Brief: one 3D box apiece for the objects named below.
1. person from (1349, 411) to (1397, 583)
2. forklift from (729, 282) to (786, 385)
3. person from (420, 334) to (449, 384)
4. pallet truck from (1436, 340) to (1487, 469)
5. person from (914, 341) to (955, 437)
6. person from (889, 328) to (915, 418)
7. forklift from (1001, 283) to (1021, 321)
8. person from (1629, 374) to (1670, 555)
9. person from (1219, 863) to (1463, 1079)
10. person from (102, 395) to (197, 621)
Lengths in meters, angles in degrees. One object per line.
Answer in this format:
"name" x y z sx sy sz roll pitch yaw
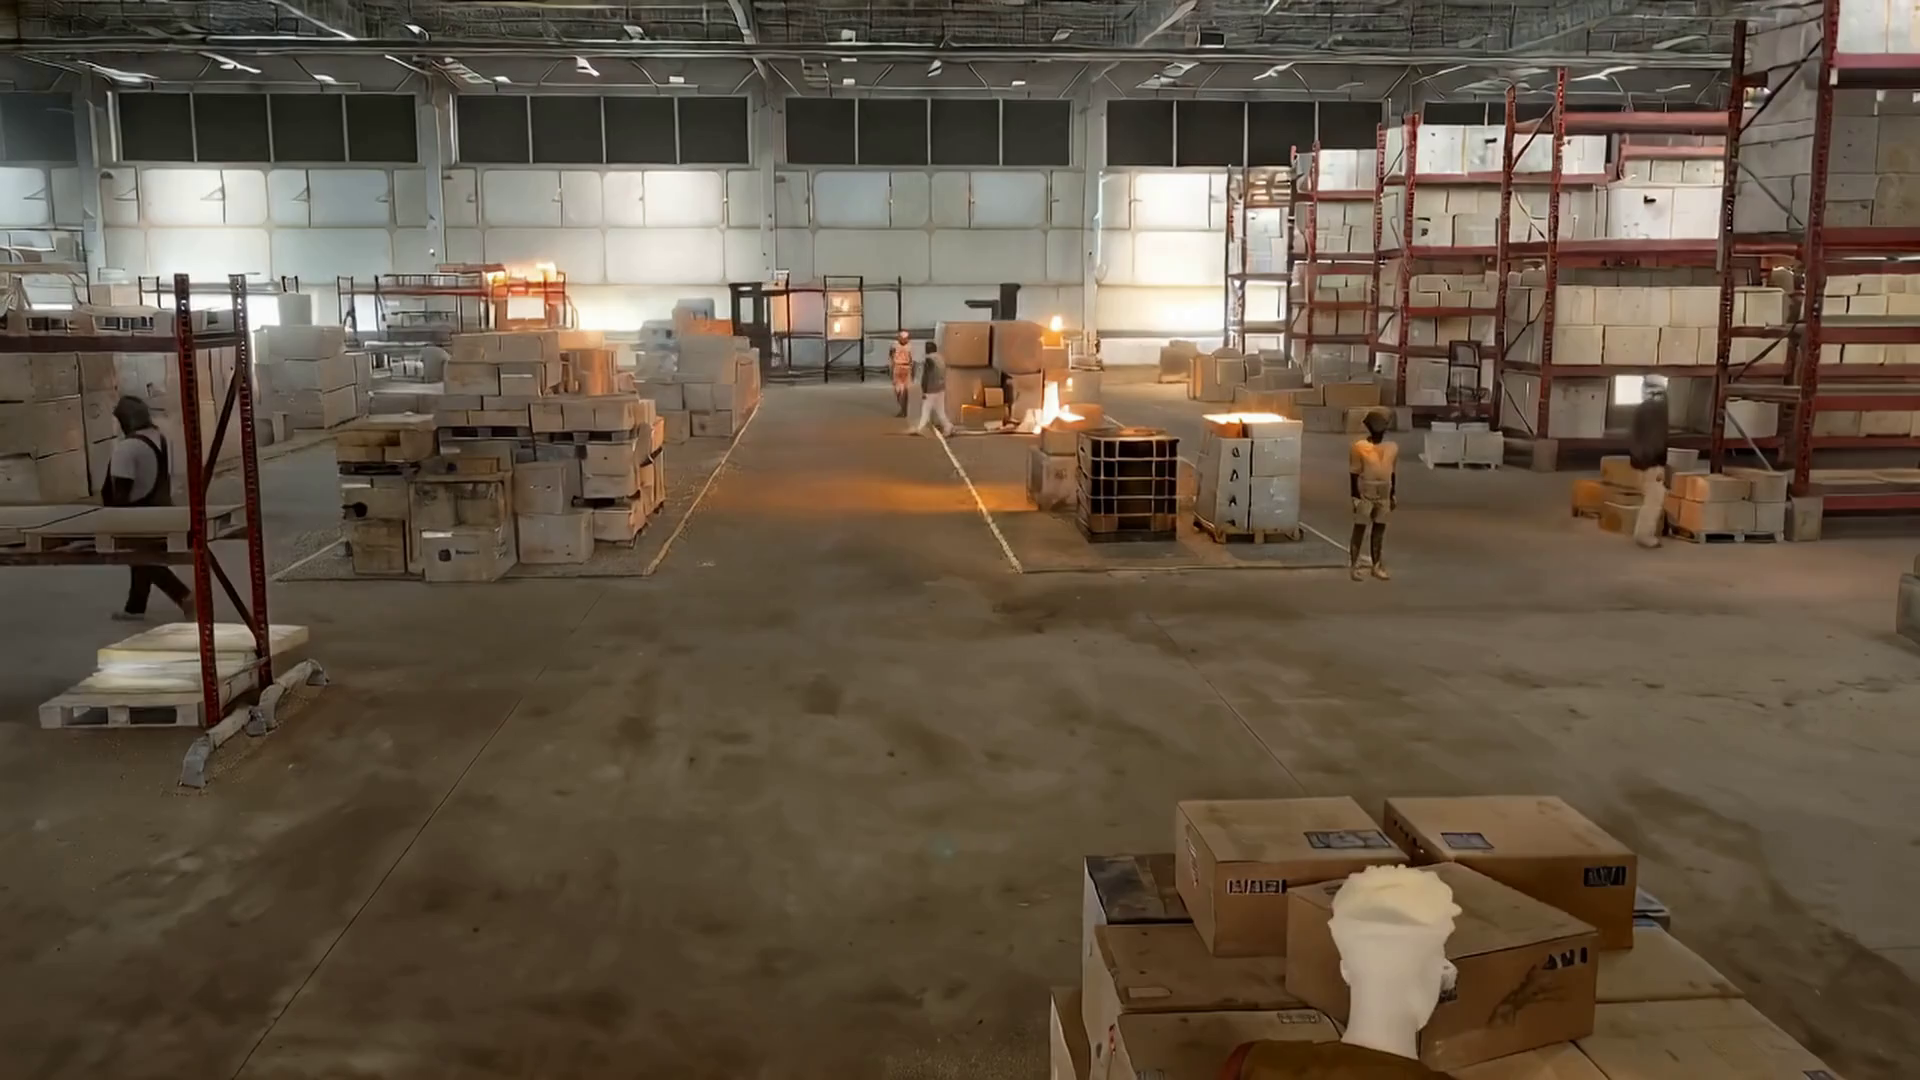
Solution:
"person" 4.074 -0.426 16.411 0.533 1.697 0.318 -3 10 -21
"forklift" -5.792 -5.604 45.219 1.129 2.768 1.873 -9 13 -44
"person" -10.193 -3.043 32.294 0.638 1.892 1.018 2 9 11
"pallet truck" 8.004 -2.170 26.422 0.823 1.965 1.885 2 9 14
"person" -0.469 -2.802 31.047 0.807 1.797 0.686 6 11 33
"person" -1.240 -3.527 35.165 0.573 1.919 0.402 2 9 13
"forklift" 1.178 -4.727 39.712 1.873 2.768 1.129 -1 9 -4
"person" 7.537 -0.832 18.118 0.438 1.973 0.645 -1 9 -3
"person" 0.760 1.559 3.106 0.612 1.962 0.363 5 10 30
"person" -7.004 -0.273 14.370 0.845 2.000 0.687 0 9 2
